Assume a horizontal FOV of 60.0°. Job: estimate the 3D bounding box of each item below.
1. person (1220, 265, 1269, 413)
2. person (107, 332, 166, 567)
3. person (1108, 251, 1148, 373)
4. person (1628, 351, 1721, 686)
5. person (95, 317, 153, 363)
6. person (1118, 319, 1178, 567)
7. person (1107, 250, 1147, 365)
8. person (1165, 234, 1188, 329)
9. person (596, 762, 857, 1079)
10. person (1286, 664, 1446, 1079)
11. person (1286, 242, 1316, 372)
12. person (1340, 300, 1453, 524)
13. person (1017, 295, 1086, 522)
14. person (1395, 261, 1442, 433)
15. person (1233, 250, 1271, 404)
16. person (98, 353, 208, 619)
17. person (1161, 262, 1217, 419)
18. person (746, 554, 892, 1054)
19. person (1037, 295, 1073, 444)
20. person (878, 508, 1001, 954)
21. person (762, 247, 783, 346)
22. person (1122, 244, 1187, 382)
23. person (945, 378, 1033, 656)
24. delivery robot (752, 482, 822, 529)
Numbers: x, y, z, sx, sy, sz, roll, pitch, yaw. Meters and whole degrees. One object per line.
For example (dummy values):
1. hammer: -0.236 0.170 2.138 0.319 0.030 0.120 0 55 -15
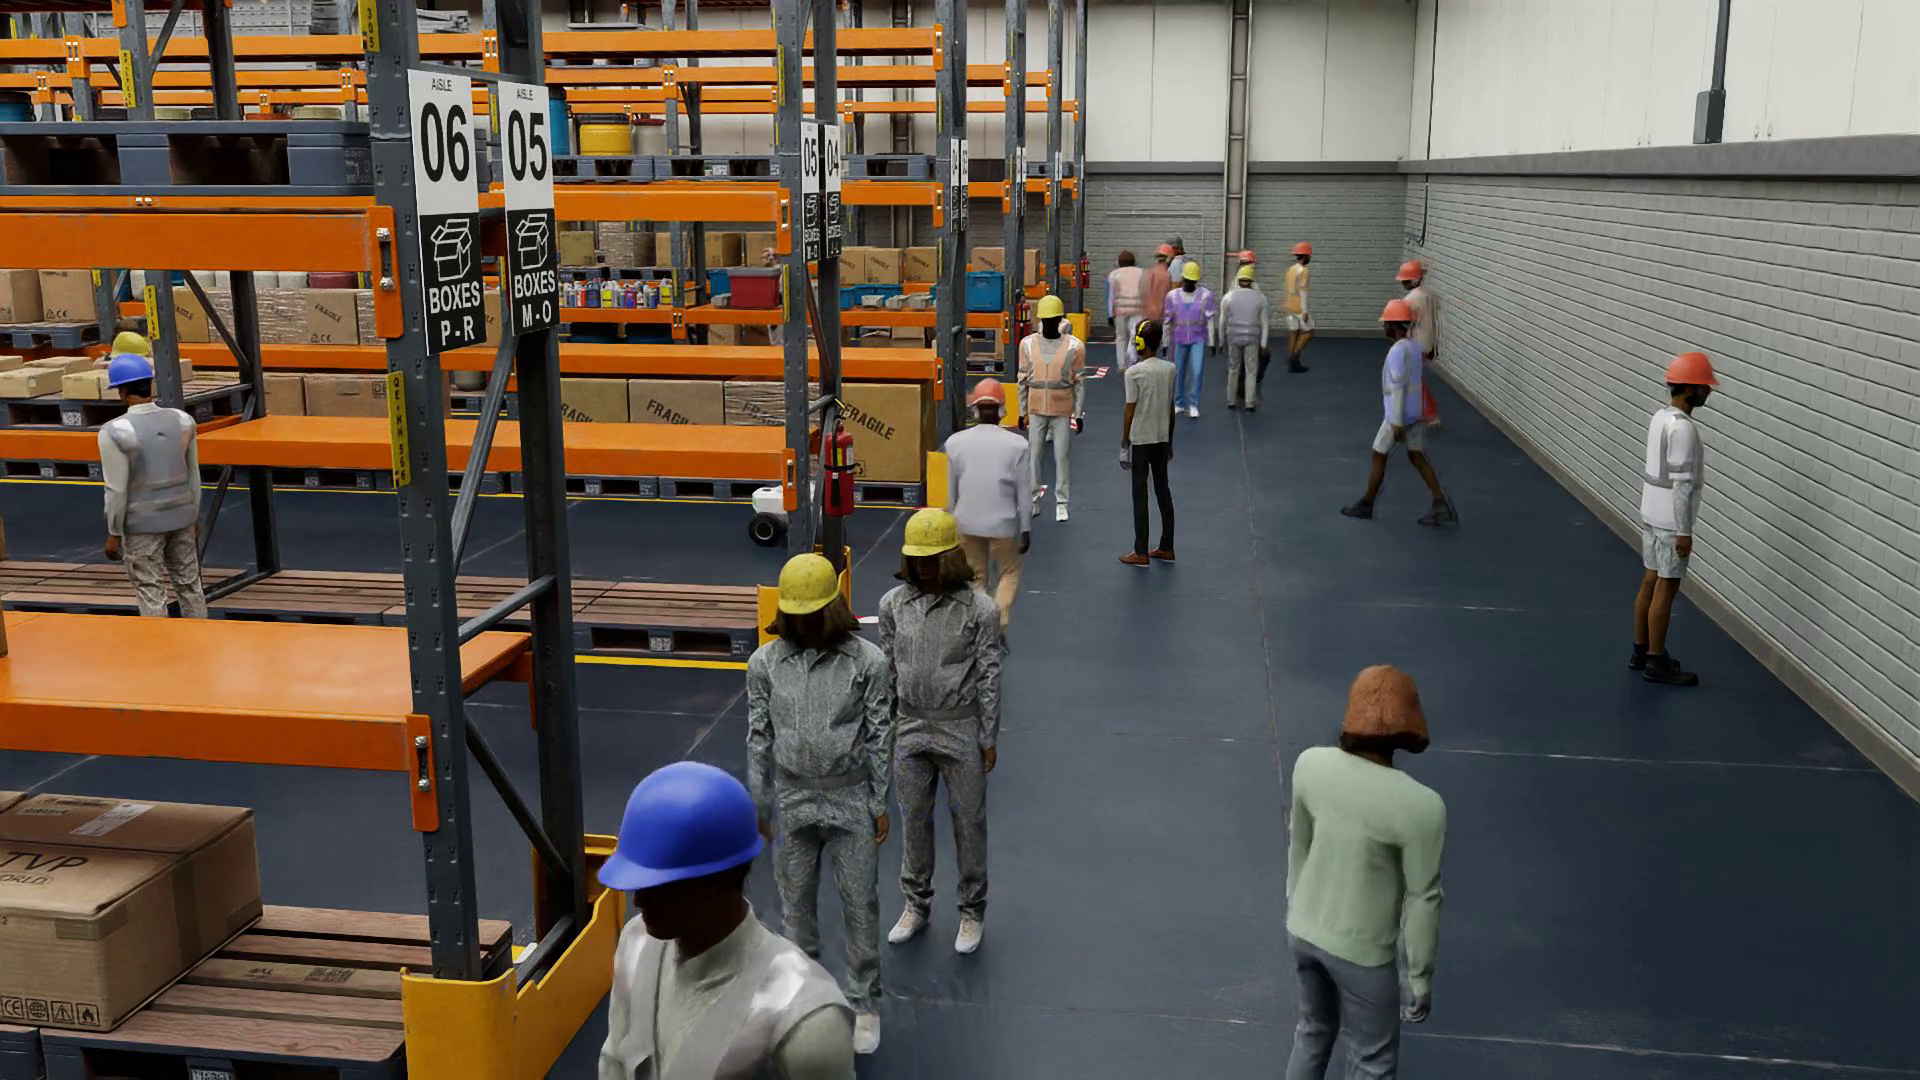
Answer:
1. person: 3.513 -2.482 20.578 0.595 1.828 0.403 3 13 13
2. person: -5.933 -0.604 12.097 0.611 1.824 0.410 3 13 15
3. person: 2.487 -3.315 24.404 0.646 1.807 0.680 2 13 7
4. person: 4.162 -0.129 9.690 0.358 1.938 0.542 1 13 6
5. person: -6.550 -0.861 13.242 0.517 1.823 0.453 -7 14 -28
6. person: 1.425 -0.730 12.591 0.508 1.862 0.324 -9 15 -34
7. person: 2.476 -3.365 24.580 0.632 1.815 0.720 3 13 12
8. person: 3.150 -3.543 24.868 0.536 2.000 0.688 4 13 16
9. person: -0.521 1.340 3.081 0.735 1.918 0.632 -10 16 -39
10. person: 1.123 1.140 4.692 0.364 1.616 0.544 -9 16 -36
11. person: 5.048 -3.432 24.621 0.400 1.926 0.567 -3 13 -14
12. person: 3.765 -1.068 14.038 0.965 1.897 0.559 9 16 36
13. person: 0.770 -1.115 14.162 0.587 1.928 0.381 3 13 15
14. person: 5.178 -2.176 18.893 0.509 1.957 0.653 9 15 35
15. person: 3.757 -2.693 21.197 0.573 1.962 0.648 -3 13 -14
16. person: -4.642 -0.107 9.579 0.415 1.940 0.621 7 14 28
17. person: 2.774 -2.415 20.135 0.689 1.878 0.758 3 13 13
18. person: -0.475 0.885 5.588 0.490 1.731 0.321 1 13 4
19. person: 1.031 -1.852 18.168 0.316 1.631 0.524 -11 17 -42
20. person: -0.086 0.726 6.300 0.487 1.736 0.340 4 13 17
21. person: -2.644 -3.169 23.487 0.402 1.904 0.652 -2 13 -7
22. person: 2.760 -3.174 23.408 0.841 1.967 0.620 -5 13 -22
23. person: 0.183 -0.117 10.104 0.563 1.729 0.397 4 13 17
24. delivery robot: -1.295 -0.297 13.367 0.707 0.478 0.477 1 12 7
